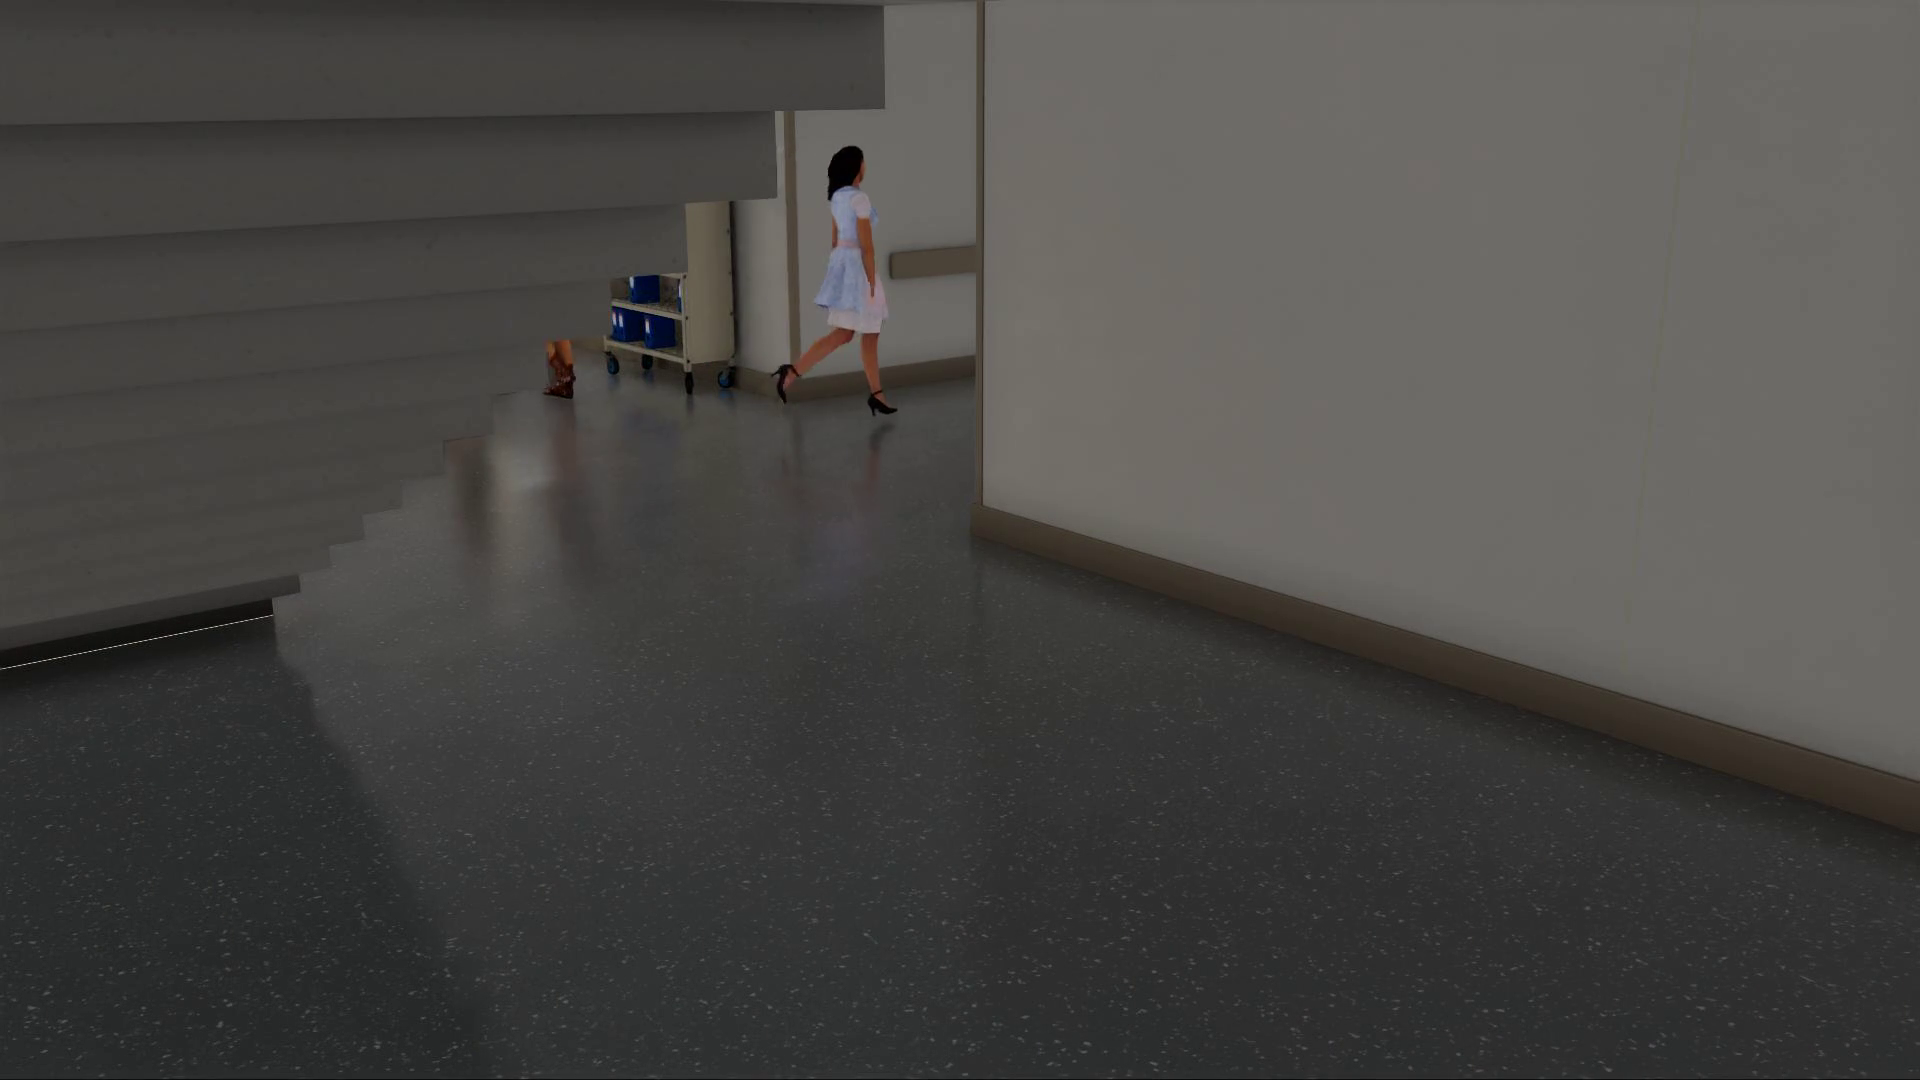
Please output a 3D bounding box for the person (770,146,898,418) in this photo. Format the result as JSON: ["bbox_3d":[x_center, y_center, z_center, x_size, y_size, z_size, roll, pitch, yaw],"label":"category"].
[{"bbox_3d":[-0.792,-1.647,10.938,0.819,1.776,1.112,-8,18,-27],"label":"person"}]
